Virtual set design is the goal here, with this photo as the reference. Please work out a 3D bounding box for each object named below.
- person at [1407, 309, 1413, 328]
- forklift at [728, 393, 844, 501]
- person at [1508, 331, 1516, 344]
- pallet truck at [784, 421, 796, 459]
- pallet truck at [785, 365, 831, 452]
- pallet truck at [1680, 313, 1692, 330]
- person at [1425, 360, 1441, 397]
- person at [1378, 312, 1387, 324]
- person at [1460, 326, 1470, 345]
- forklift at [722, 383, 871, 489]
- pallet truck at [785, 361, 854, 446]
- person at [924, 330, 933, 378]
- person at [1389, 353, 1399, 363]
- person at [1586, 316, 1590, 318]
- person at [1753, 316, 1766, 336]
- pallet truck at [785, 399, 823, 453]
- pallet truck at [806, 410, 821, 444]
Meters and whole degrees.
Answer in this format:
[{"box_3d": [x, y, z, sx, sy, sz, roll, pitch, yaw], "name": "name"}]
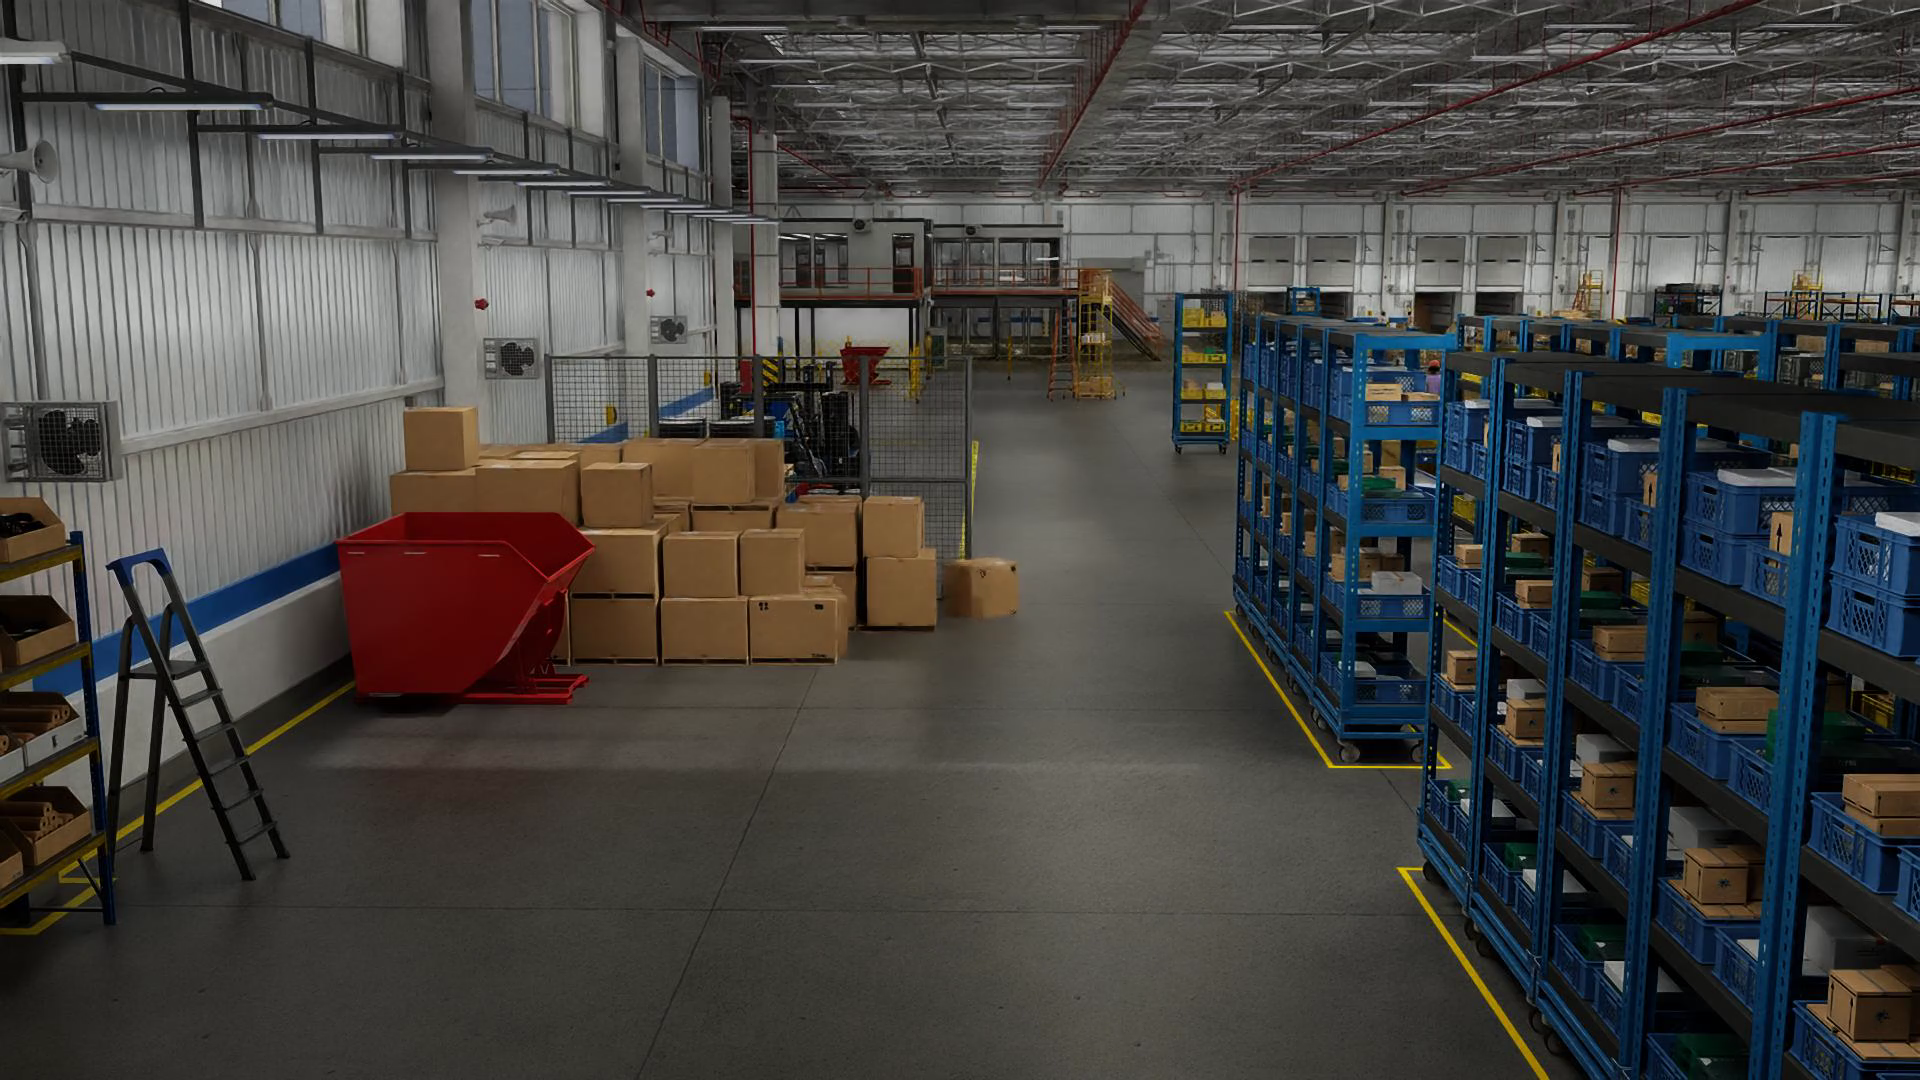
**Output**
[{"box_3d": [25.591, -12.174, 94.623, 0.394, 1.920, 0.584, 5, 11, 30], "name": "person"}, {"box_3d": [-2.979, -1.316, 26.476, 2.680, 1.987, 1.157, 0, 9, 1], "name": "forklift"}, {"box_3d": [21.674, -7.358, 65.167, 0.850, 1.838, 0.522, 5, 10, 27], "name": "person"}, {"box_3d": [-4.013, -1.793, 32.705, 1.601, 1.201, 0.680, 0, 9, 1], "name": "pallet truck"}, {"box_3d": [-3.774, -2.976, 37.635, 1.885, 1.965, 0.823, 1, 9, 5], "name": "pallet truck"}, {"box_3d": [36.315, -10.531, 84.244, 0.823, 1.965, 1.885, -6, 11, -33], "name": "pallet truck"}, {"box_3d": [10.979, -3.166, 38.667, 0.615, 2.040, 0.391, 0, 9, 0], "name": "person"}, {"box_3d": [23.773, -11.911, 93.372, 0.928, 1.798, 0.631, -7, 12, -37], "name": "person"}, {"box_3d": [24.598, -9.985, 81.227, 0.576, 1.882, 0.355, 6, 11, 34], "name": "person"}, {"box_3d": [-2.893, -1.687, 28.729, 2.680, 1.987, 1.157, 0, 9, -1], "name": "forklift"}, {"box_3d": [-3.410, -3.193, 38.978, 1.885, 1.965, 0.823, 0, 9, -1], "name": "pallet truck"}, {"box_3d": [-1.224, -7.152, 63.872, 0.327, 1.842, 0.511, 3, 10, 20], "name": "person"}, {"box_3d": [11.663, -4.133, 45.140, 0.831, 1.882, 0.640, 1, 9, 6], "name": "person"}, {"box_3d": [31.249, -10.219, 82.763, 0.580, 1.851, 0.537, 9, 13, 43], "name": "person"}, {"box_3d": [38.651, -9.882, 80.471, 0.561, 1.925, 0.642, -5, 10, -26], "name": "person"}, {"box_3d": [-3.814, -2.432, 36.419, 1.630, 1.274, 0.653, 0, 9, 1], "name": "pallet truck"}, {"box_3d": [-3.559, -2.018, 33.905, 1.522, 1.261, 0.704, 0, 9, -1], "name": "pallet truck"}]
